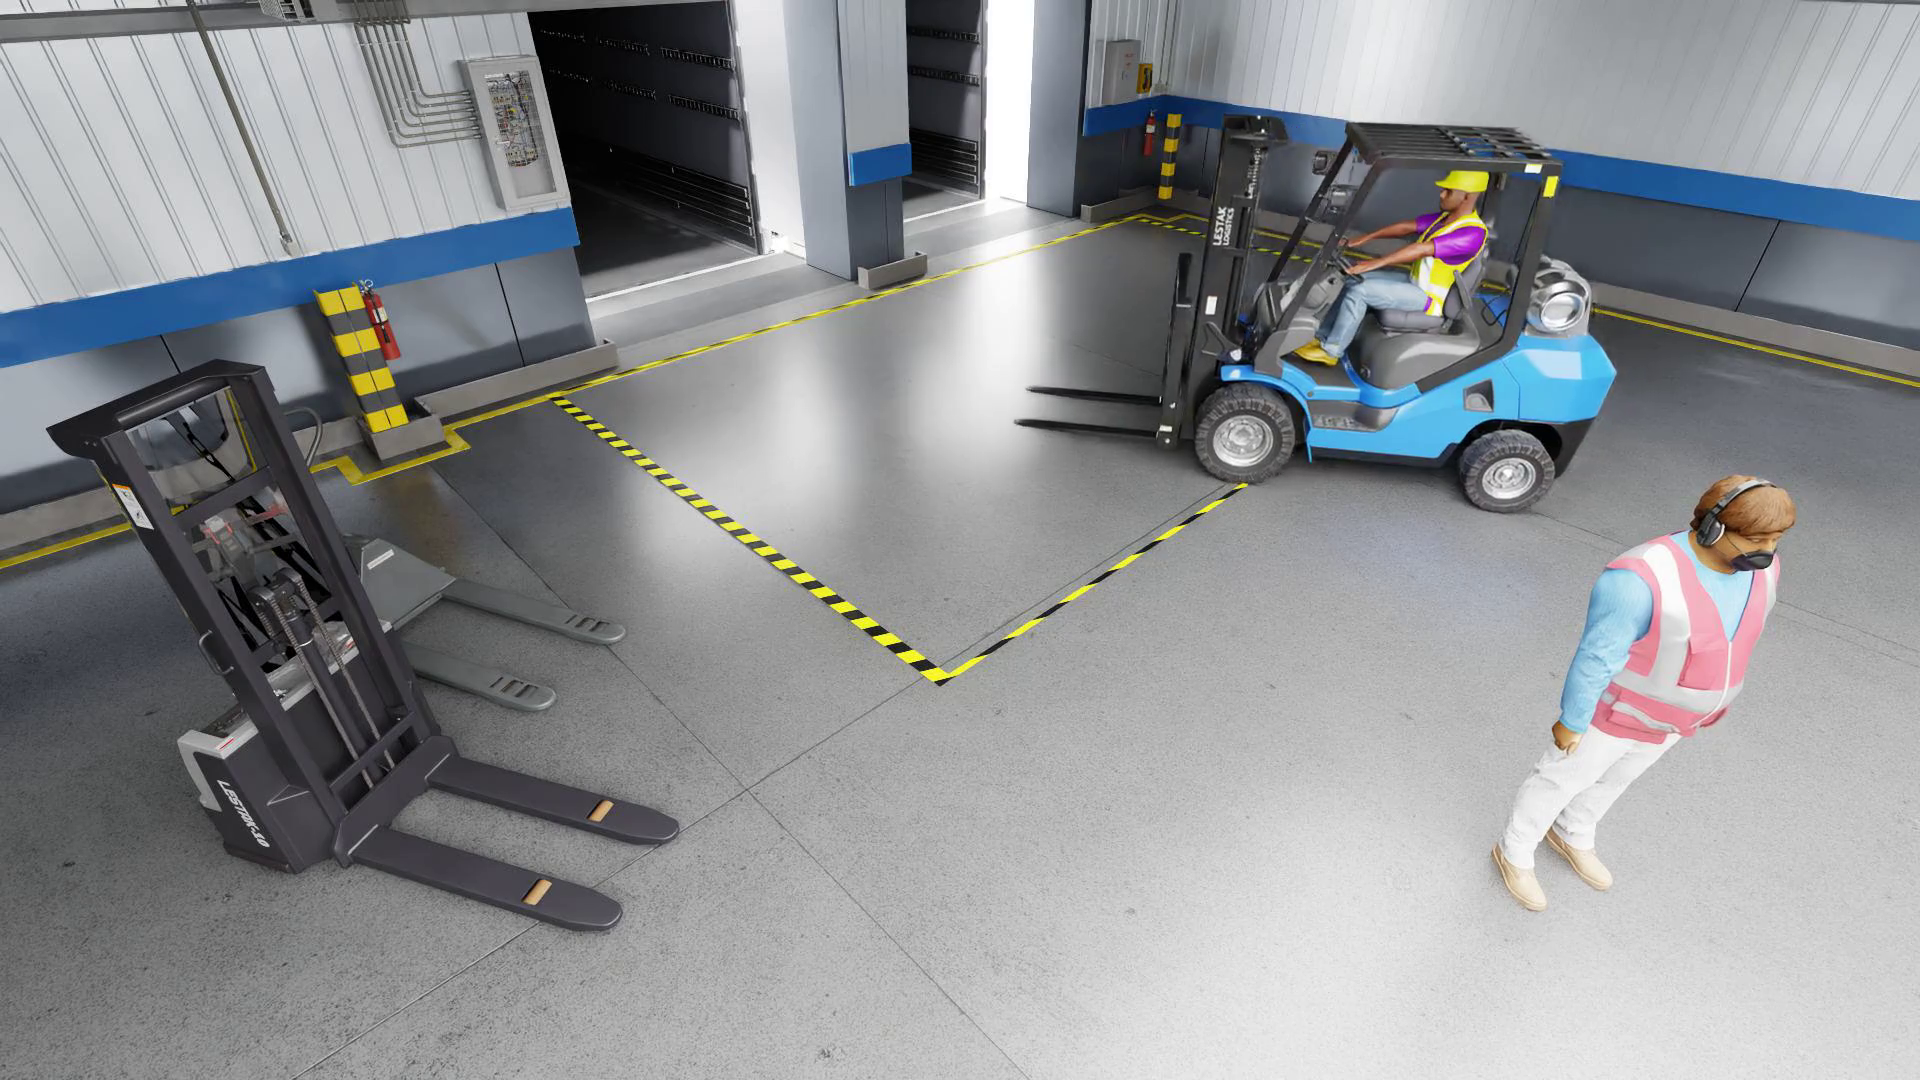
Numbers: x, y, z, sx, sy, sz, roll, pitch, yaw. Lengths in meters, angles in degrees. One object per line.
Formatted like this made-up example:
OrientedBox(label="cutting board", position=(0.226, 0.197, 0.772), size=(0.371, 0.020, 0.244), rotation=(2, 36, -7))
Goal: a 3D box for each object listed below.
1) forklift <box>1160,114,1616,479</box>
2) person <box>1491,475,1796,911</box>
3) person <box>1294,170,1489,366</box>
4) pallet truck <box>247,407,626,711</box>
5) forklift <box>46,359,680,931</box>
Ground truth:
OrientedBox(label="forklift", position=(2.795, -1.599, 6.010), size=(2.680, 2.036, 1.157), rotation=(7, 35, 10))
OrientedBox(label="person", position=(2.395, 0.590, 3.244), size=(0.632, 1.842, 0.429), rotation=(-9, 35, -13))
OrientedBox(label="person", position=(2.737, -1.765, 5.921), size=(1.002, 1.294, 0.635), rotation=(7, 35, 10))
OrientedBox(label="pallet truck", position=(-2.628, 0.038, 4.590), size=(1.601, 1.201, 0.680), rotation=(12, 36, 18))
OrientedBox(label="forklift", position=(-2.135, 0.422, 3.354), size=(1.885, 1.965, 0.823), rotation=(10, 35, 14))
